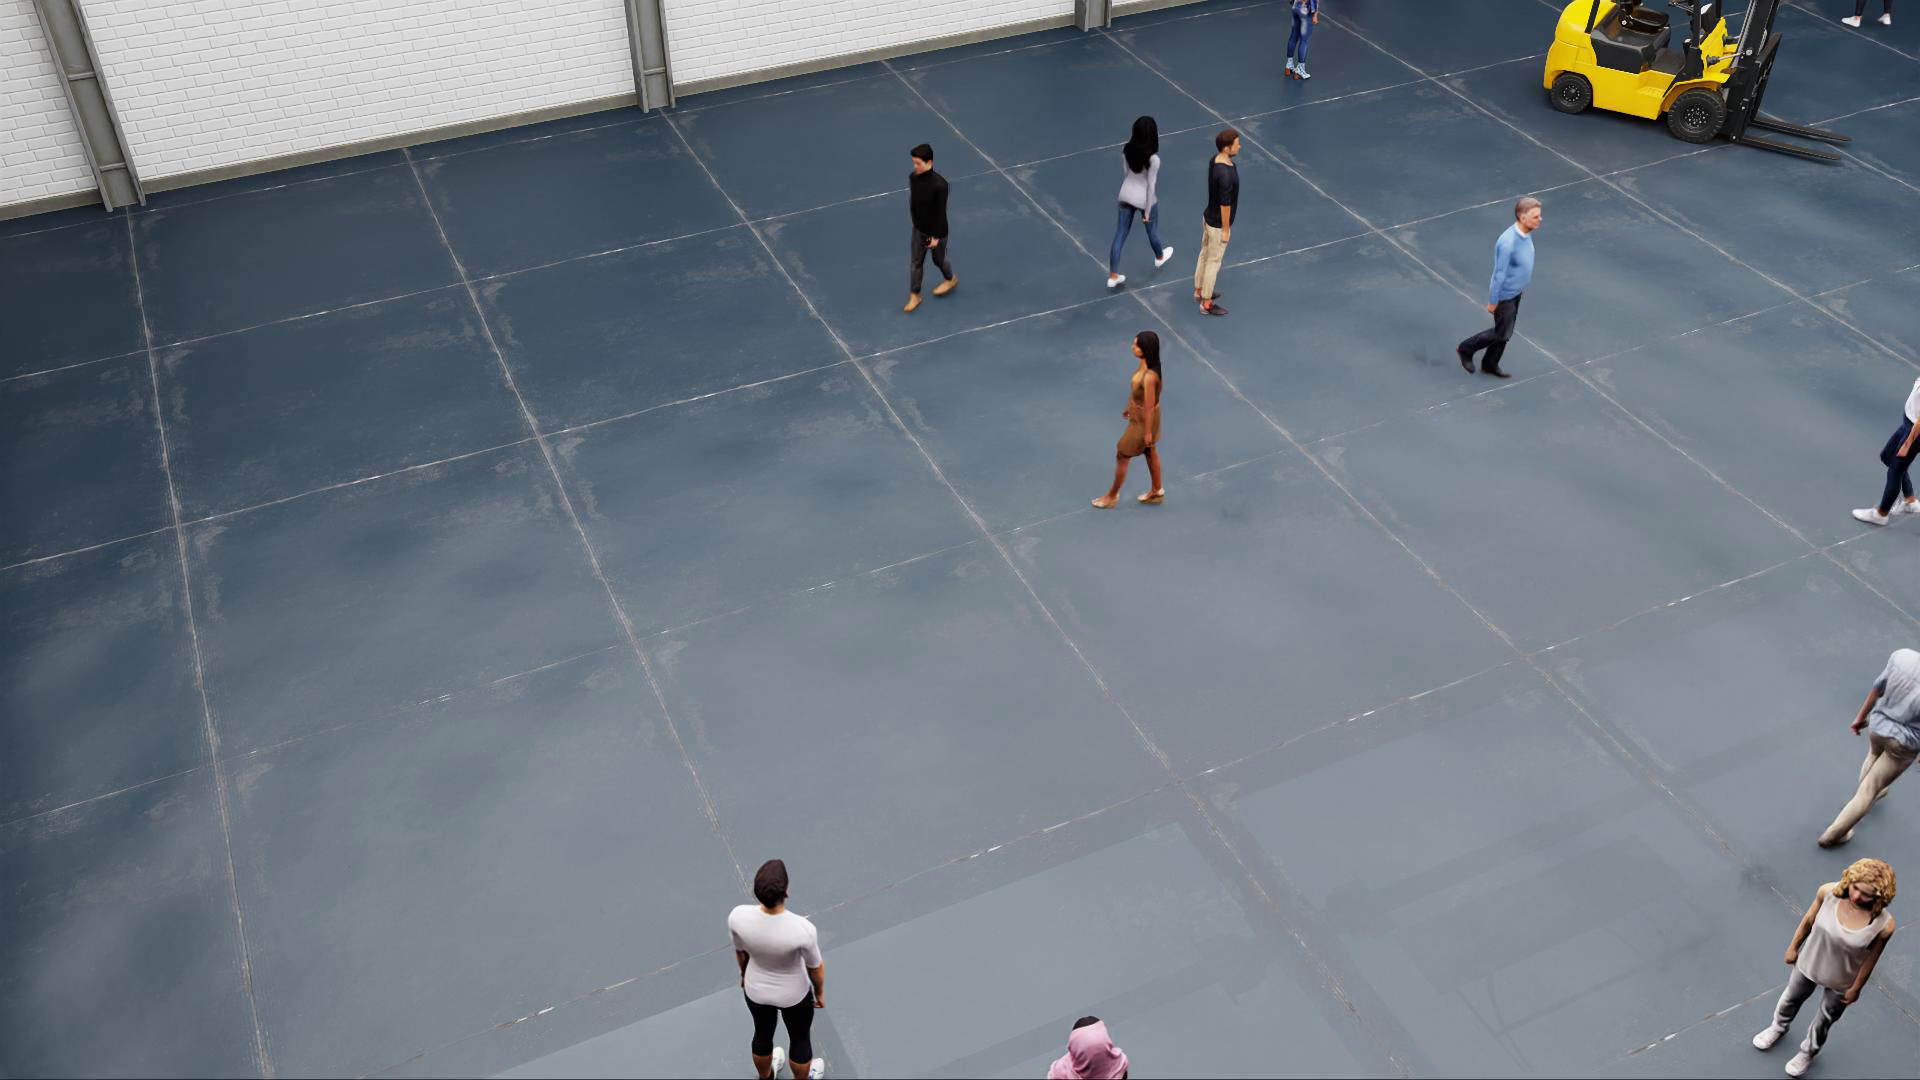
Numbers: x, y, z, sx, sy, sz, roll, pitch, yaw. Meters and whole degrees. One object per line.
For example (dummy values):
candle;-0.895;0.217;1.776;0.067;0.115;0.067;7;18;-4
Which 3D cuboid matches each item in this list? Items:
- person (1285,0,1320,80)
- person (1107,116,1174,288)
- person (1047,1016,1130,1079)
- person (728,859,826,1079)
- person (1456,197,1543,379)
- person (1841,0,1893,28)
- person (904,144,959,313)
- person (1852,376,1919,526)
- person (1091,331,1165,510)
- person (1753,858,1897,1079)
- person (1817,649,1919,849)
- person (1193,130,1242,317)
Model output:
person;4.203;-6.456;20.335;0.554;1.616;0.610;-19;42;-22
person;1.664;-3.263;16.275;0.957;1.694;1.198;26;45;29
person;0.638;2.965;8.522;0.525;1.637;0.710;-17;42;-20
person;-0.993;2.425;9.030;0.708;1.848;0.798;8;39;9
person;4.842;-2.272;14.945;0.902;1.805;0.852;22;44;25
person;11.989;-7.529;21.619;0.632;1.690;0.822;-13;40;-16
person;-0.246;-3.045;16.005;0.922;1.690;1.085;30;47;32
person;7.642;-0.813;13.149;0.831;1.767;0.778;21;43;24
person;1.561;-0.937;13.384;0.933;1.666;0.794;1;39;1
person;4.864;2.355;9.259;0.630;1.671;0.639;-29;47;-31
person;5.829;1.274;10.493;0.976;1.820;0.655;-17;42;-20
person;2.453;-3.048;15.876;0.646;1.856;0.711;-4;39;-5
